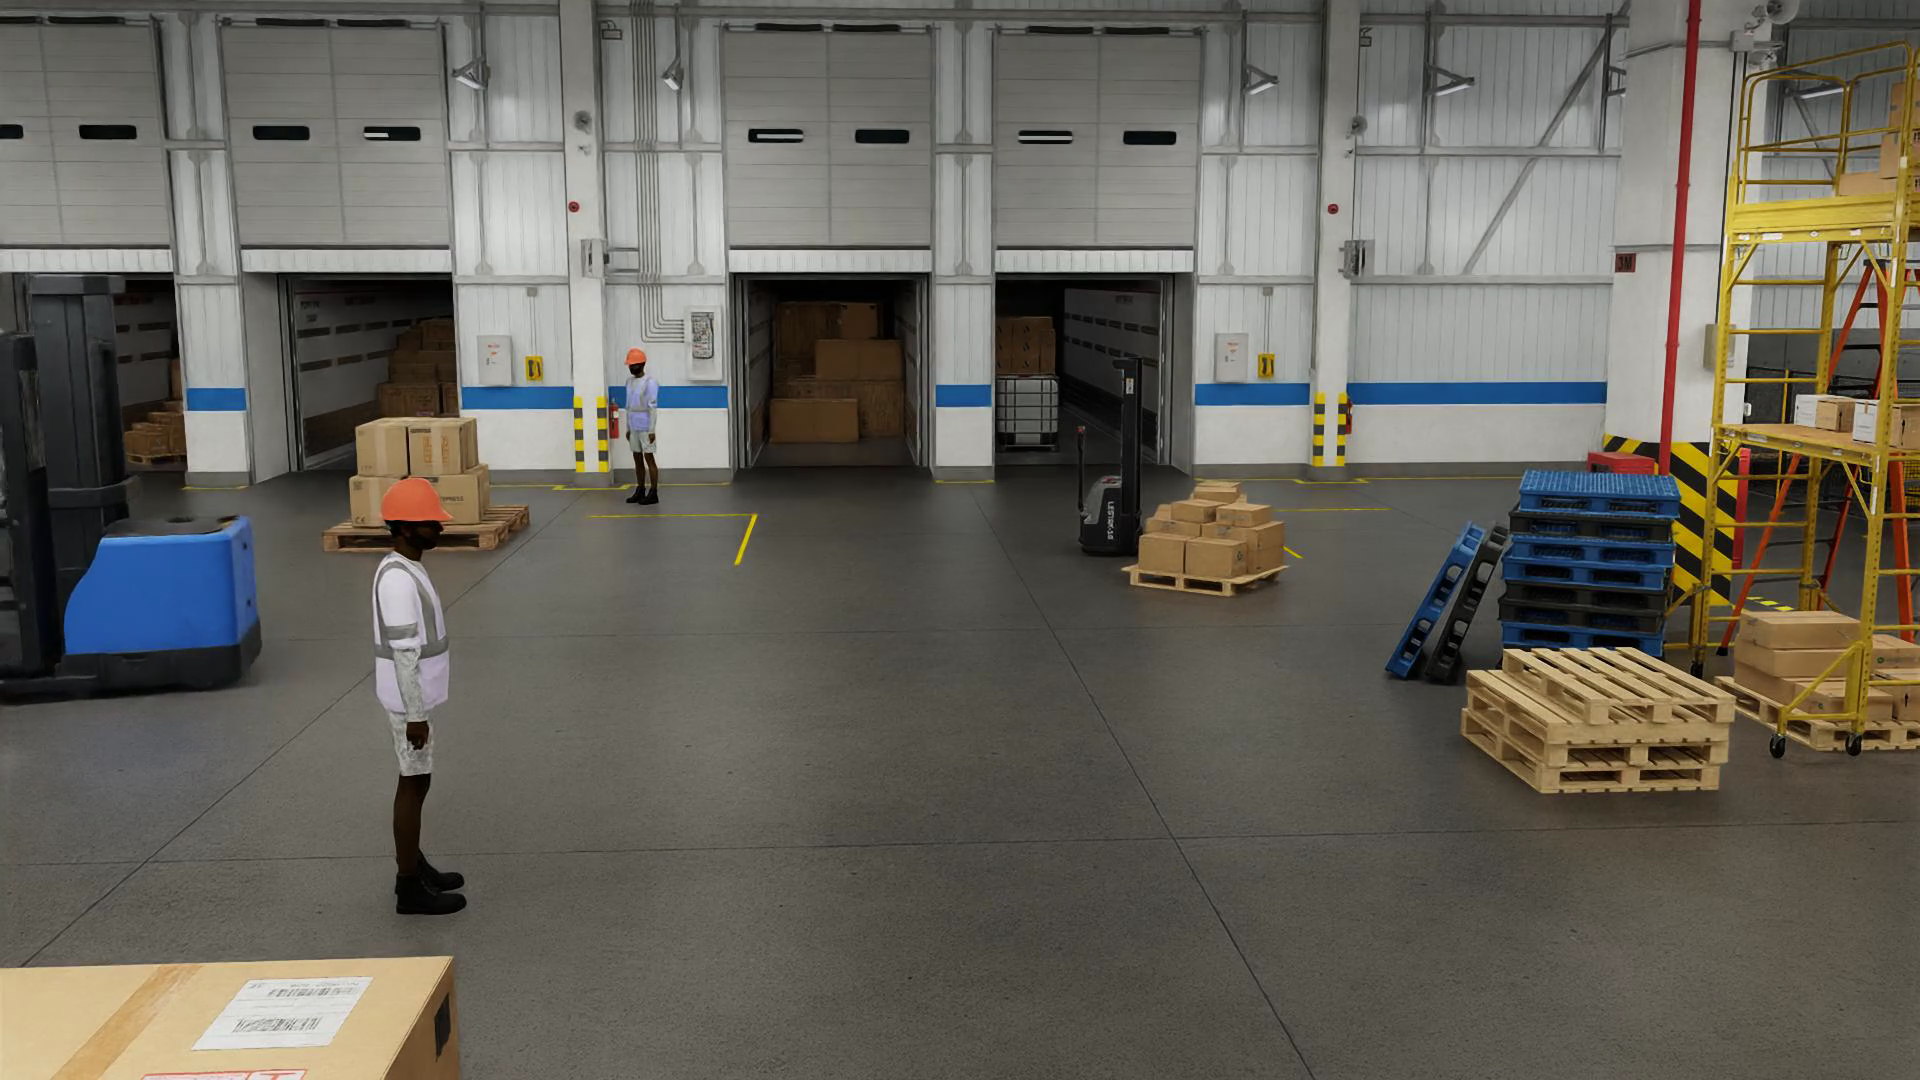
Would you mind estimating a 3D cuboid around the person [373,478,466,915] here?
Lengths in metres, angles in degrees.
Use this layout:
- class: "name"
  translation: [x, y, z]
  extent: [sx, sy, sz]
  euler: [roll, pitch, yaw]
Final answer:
- class: "person"
  translation: [-2.398, 0.686, 7.393]
  extent: [0.361, 1.935, 0.553]
  euler: [-3, 9, -16]

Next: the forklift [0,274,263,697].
- class: "forklift"
  translation: [-5.918, -0.414, 11.348]
  extent: [1.873, 2.768, 1.129]
  euler: [-2, 9, -14]

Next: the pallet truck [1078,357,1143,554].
- class: "pallet truck"
  translation: [2.088, -0.836, 16.757]
  extent: [1.885, 1.965, 0.823]
  euler: [2, 9, 13]

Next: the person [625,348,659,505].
- class: "person"
  translation: [-3.943, -1.395, 20.489]
  extent: [0.544, 1.930, 0.389]
  euler: [8, 12, 40]
